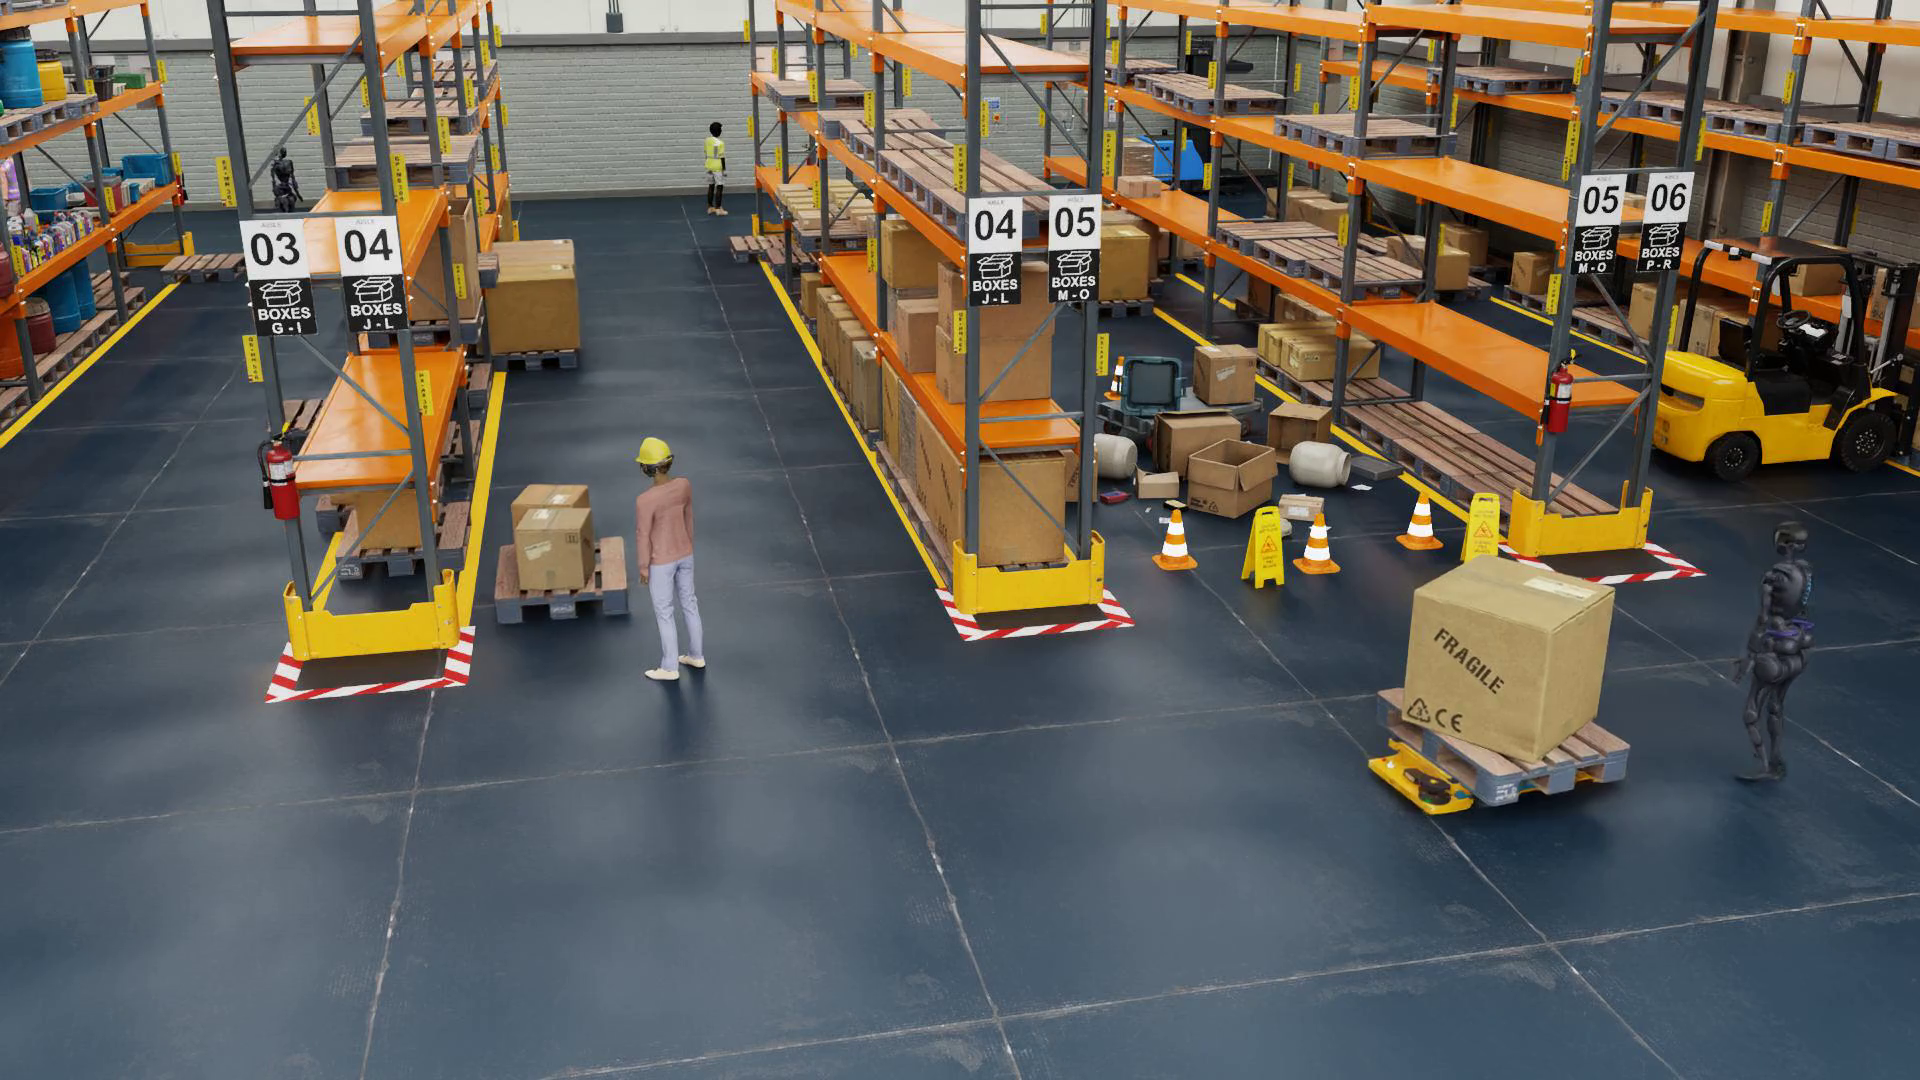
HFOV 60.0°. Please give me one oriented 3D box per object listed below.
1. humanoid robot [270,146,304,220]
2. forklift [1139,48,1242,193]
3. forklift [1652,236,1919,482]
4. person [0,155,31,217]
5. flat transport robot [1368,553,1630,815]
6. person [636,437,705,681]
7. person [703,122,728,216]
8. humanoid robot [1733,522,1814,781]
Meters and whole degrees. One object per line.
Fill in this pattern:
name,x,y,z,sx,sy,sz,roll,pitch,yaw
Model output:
humanoid robot,-11.215,-5.744,27.656,0.349,1.646,0.612,6,21,17
forklift,4.566,-8.313,32.860,1.873,2.768,1.129,-4,21,-12
forklift,8.013,-1.814,16.330,2.313,2.155,1.214,-4,21,-12
person,-15.369,-5.561,27.143,0.348,1.688,0.492,11,23,27
flat transport robot,3.370,1.396,10.445,1.431,0.231,0.659,-8,22,-20
person,-2.078,0.128,11.724,0.345,1.761,0.523,14,25,33
person,-4.470,-6.798,30.472,0.539,1.685,0.324,18,27,39
humanoid robot,5.107,0.689,10.322,0.584,1.638,0.398,-15,25,-35
